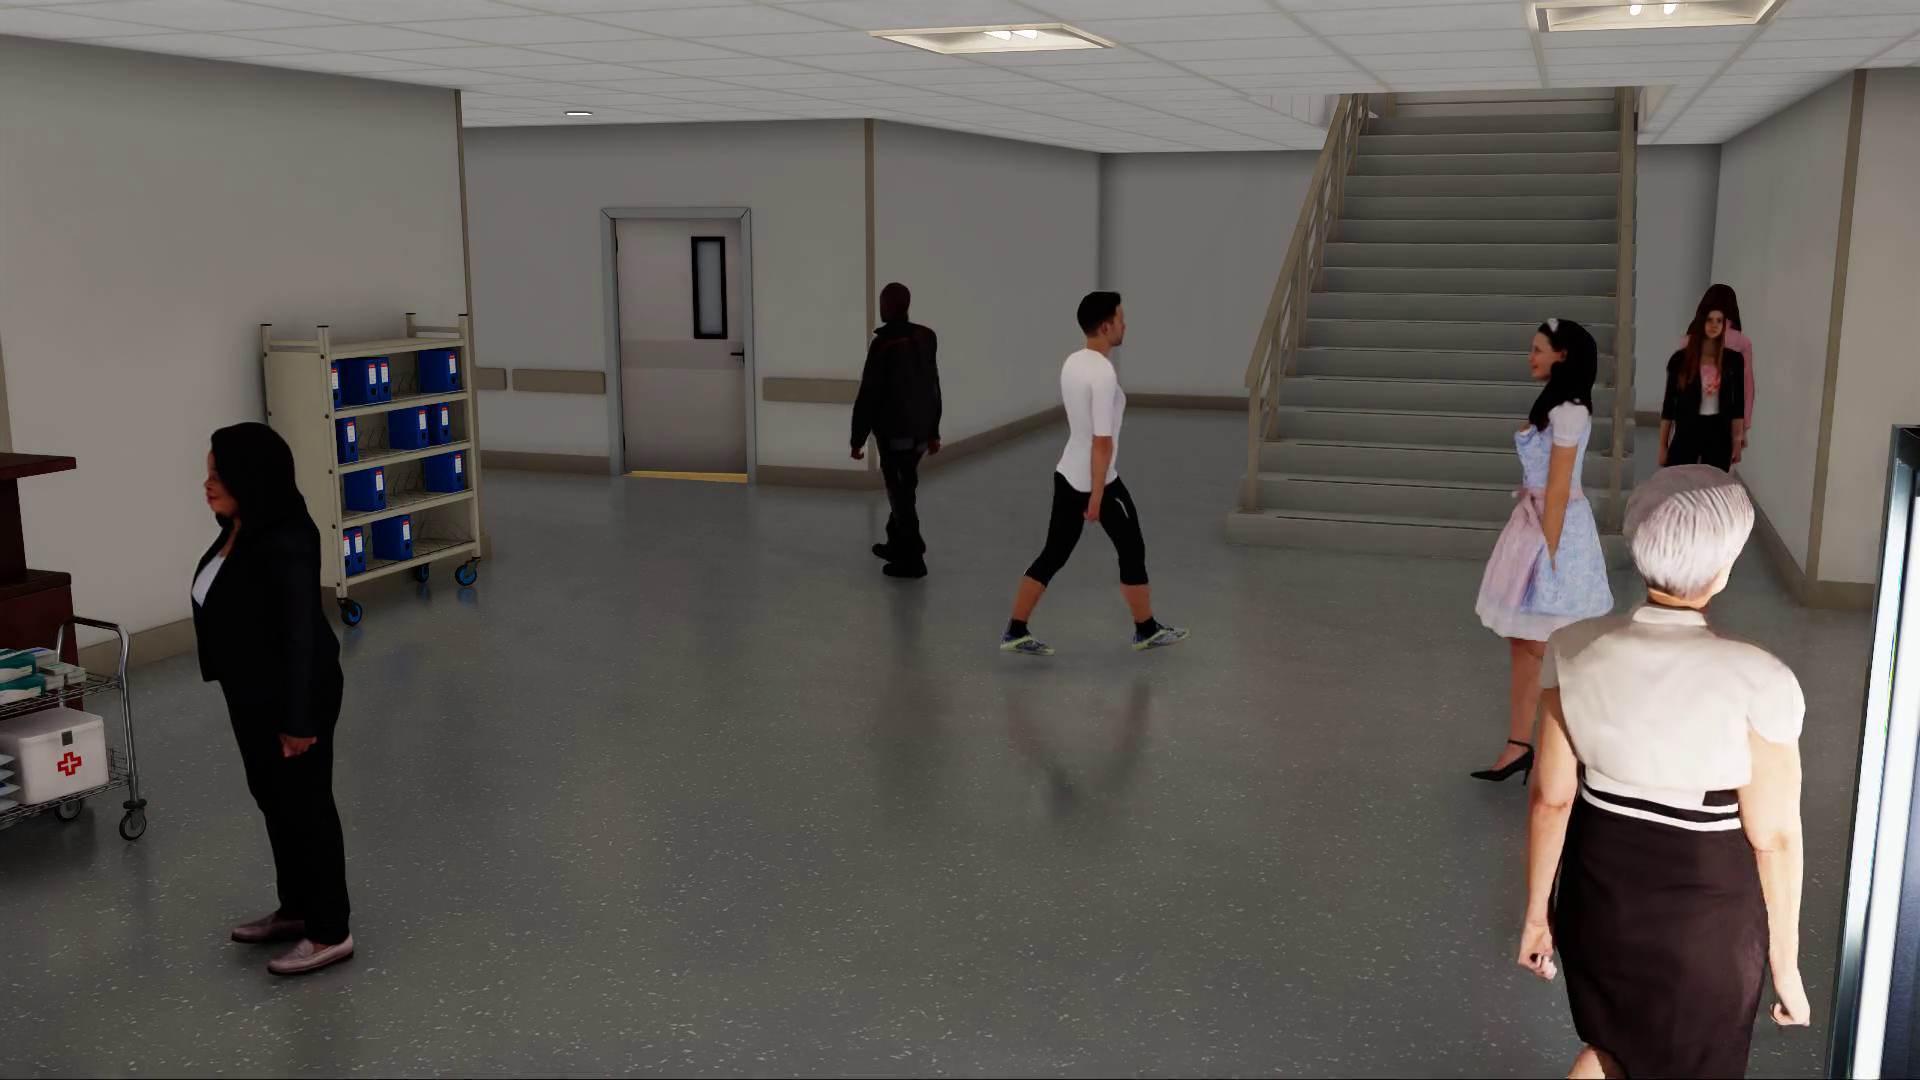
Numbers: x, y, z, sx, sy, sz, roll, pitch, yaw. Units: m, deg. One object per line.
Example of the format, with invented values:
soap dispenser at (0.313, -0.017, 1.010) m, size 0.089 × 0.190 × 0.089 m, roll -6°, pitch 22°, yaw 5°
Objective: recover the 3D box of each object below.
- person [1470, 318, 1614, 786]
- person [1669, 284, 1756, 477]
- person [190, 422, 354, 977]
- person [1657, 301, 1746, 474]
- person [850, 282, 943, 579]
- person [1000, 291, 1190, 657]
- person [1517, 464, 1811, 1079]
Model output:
person at (2.322, 0.082, 6.300) m, size 0.800 × 1.804 × 0.932 m, roll 2°, pitch 11°, yaw 13°
person at (4.669, -0.689, 10.367) m, size 0.612 × 1.803 × 0.514 m, roll 3°, pitch 11°, yaw 18°
person at (-1.988, 0.451, 4.870) m, size 0.773 × 1.614 × 0.747 m, roll -10°, pitch 14°, yaw -41°
person at (4.554, -0.598, 10.160) m, size 0.649 × 1.703 × 0.666 m, roll 3°, pitch 11°, yaw 17°
person at (-0.295, -0.662, 10.197) m, size 0.960 × 1.815 × 0.984 m, roll -10°, pitch 15°, yaw -43°
person at (0.542, -0.263, 8.133) m, size 1.264 × 1.800 × 1.202 m, roll -5°, pitch 12°, yaw -24°
person at (1.203, 0.744, 2.972) m, size 0.899 × 1.745 × 0.817 m, roll -9°, pitch 14°, yaw -39°
